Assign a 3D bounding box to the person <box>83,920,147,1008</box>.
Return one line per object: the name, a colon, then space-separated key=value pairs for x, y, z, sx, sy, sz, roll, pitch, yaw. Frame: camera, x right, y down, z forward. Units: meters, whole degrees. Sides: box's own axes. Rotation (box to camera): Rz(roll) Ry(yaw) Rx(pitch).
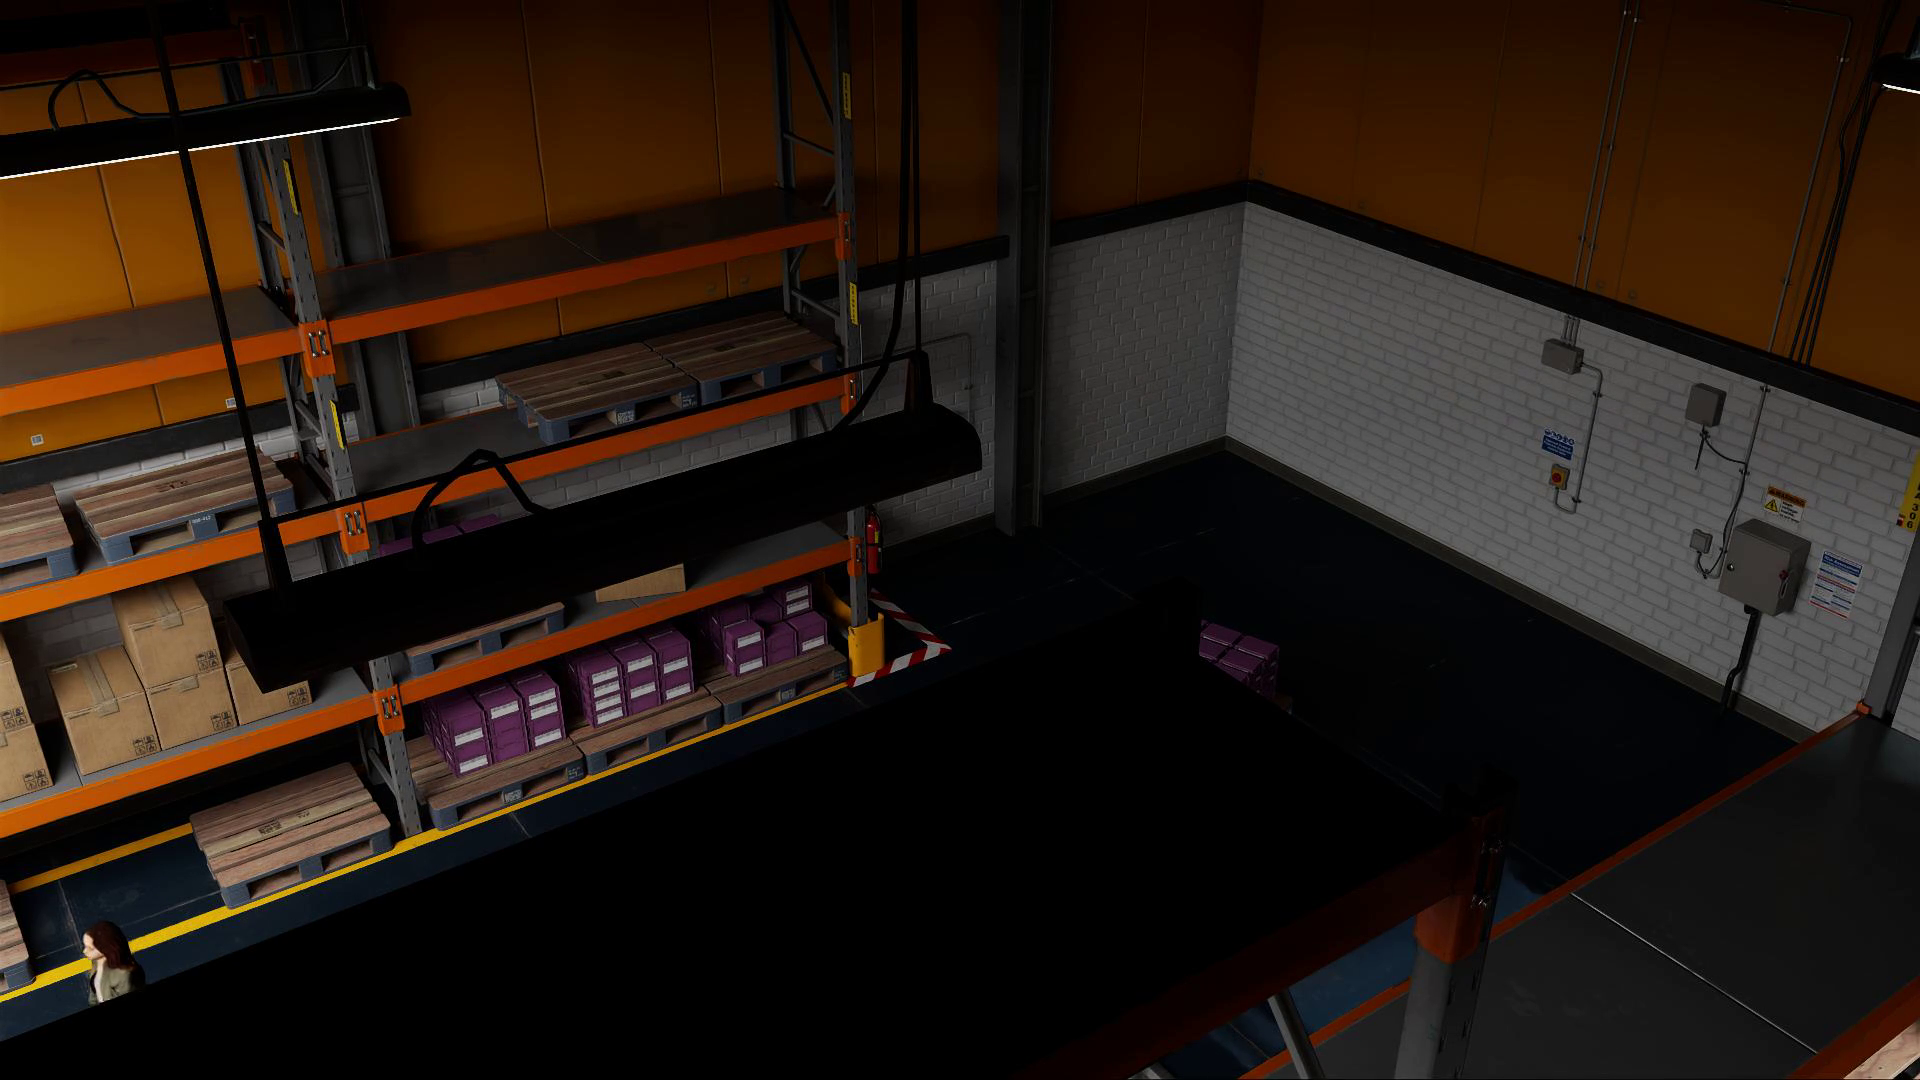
person: x=-4.907 y=2.828 z=9.942 sx=1.019 sy=1.442 sz=0.643 roll=-23 pitch=36 yaw=-35
